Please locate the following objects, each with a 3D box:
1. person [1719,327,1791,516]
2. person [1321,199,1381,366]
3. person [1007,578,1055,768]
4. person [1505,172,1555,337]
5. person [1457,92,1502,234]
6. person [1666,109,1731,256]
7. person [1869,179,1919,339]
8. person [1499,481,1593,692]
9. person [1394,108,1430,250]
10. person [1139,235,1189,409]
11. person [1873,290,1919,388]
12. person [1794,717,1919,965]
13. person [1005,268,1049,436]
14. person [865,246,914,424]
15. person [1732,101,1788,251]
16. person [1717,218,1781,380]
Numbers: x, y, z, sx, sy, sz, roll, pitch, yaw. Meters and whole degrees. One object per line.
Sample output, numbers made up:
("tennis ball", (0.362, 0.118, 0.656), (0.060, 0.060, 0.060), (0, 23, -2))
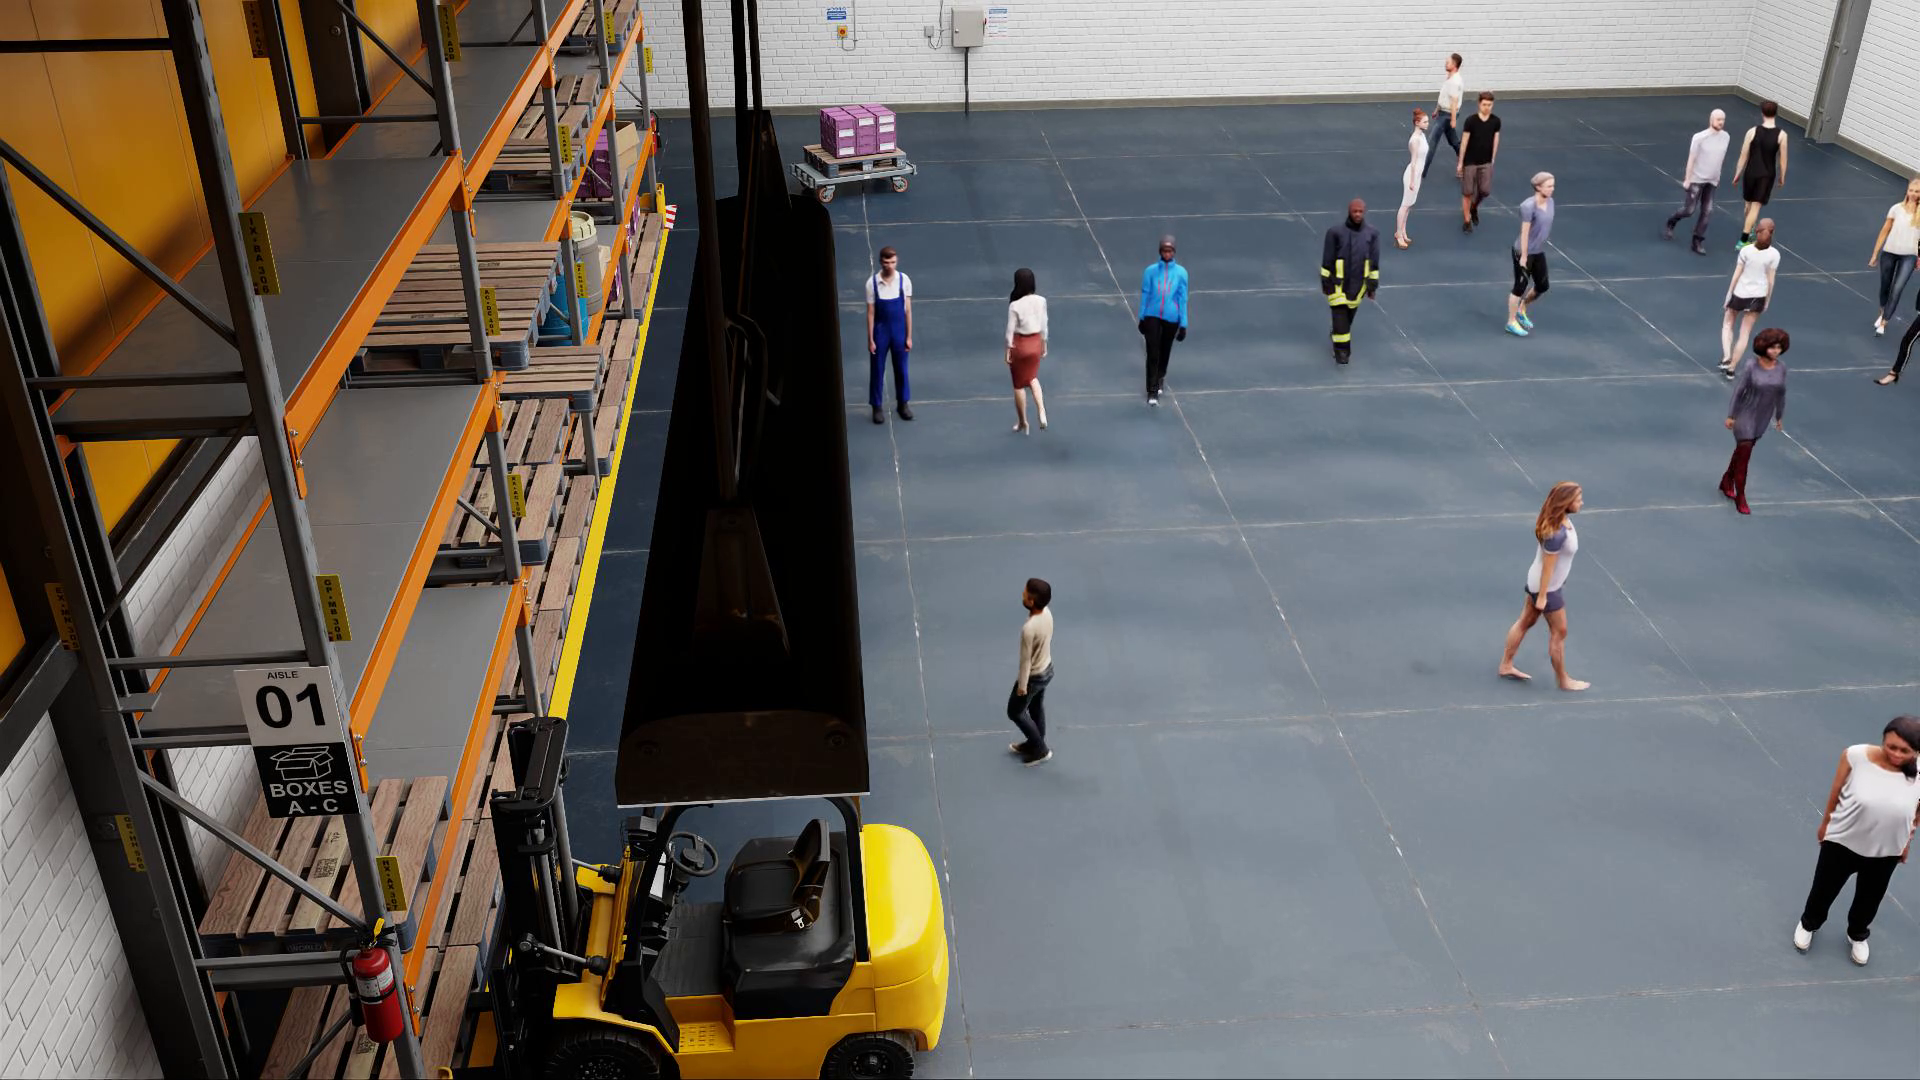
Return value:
("person", (7.152, -1.141, 15.100), (0.605, 1.689, 0.877), (-3, 29, -5))
("person", (4.231, -2.859, 18.152), (0.821, 1.782, 1.191), (0, 29, 1))
("person", (0.567, 0.940, 11.524), (0.753, 1.459, 0.673), (12, 31, 21))
("person", (6.352, -3.244, 18.766), (0.791, 1.870, 0.820), (-18, 33, -30))
("person", (6.840, -5.028, 22.059), (0.729, 1.849, 0.803), (1, 29, 2))
("person", (9.504, -4.631, 21.365), (0.700, 1.816, 0.973), (-5, 29, -10))
("person", (10.608, -3.193, 18.775), (1.107, 1.771, 1.182), (21, 35, 33))
("person", (4.273, 0.326, 12.389), (0.886, 1.709, 0.933), (8, 30, 15))
("person", (5.832, -4.659, 21.441), (0.711, 1.793, 0.598), (14, 31, 24))
("person", (2.086, -2.277, 17.128), (0.748, 1.741, 1.170), (2, 29, 3))
("person", (10.153, -2.297, 17.235), (1.020, 1.673, 1.101), (13, 31, 23))
("person", (5.354, 1.748, 9.807), (0.760, 1.685, 0.776), (11, 31, 20))
("person", (0.689, -1.787, 16.230), (0.777, 1.740, 0.858), (-15, 32, -26))
("person", (-0.706, -2.072, 16.647), (0.646, 1.842, 0.628), (-6, 29, -11))
("person", (10.221, -4.617, 21.329), (1.208, 1.826, 1.299), (21, 35, 33))
("person", (8.317, -2.512, 17.559), (0.701, 1.741, 0.733), (10, 30, 18))
